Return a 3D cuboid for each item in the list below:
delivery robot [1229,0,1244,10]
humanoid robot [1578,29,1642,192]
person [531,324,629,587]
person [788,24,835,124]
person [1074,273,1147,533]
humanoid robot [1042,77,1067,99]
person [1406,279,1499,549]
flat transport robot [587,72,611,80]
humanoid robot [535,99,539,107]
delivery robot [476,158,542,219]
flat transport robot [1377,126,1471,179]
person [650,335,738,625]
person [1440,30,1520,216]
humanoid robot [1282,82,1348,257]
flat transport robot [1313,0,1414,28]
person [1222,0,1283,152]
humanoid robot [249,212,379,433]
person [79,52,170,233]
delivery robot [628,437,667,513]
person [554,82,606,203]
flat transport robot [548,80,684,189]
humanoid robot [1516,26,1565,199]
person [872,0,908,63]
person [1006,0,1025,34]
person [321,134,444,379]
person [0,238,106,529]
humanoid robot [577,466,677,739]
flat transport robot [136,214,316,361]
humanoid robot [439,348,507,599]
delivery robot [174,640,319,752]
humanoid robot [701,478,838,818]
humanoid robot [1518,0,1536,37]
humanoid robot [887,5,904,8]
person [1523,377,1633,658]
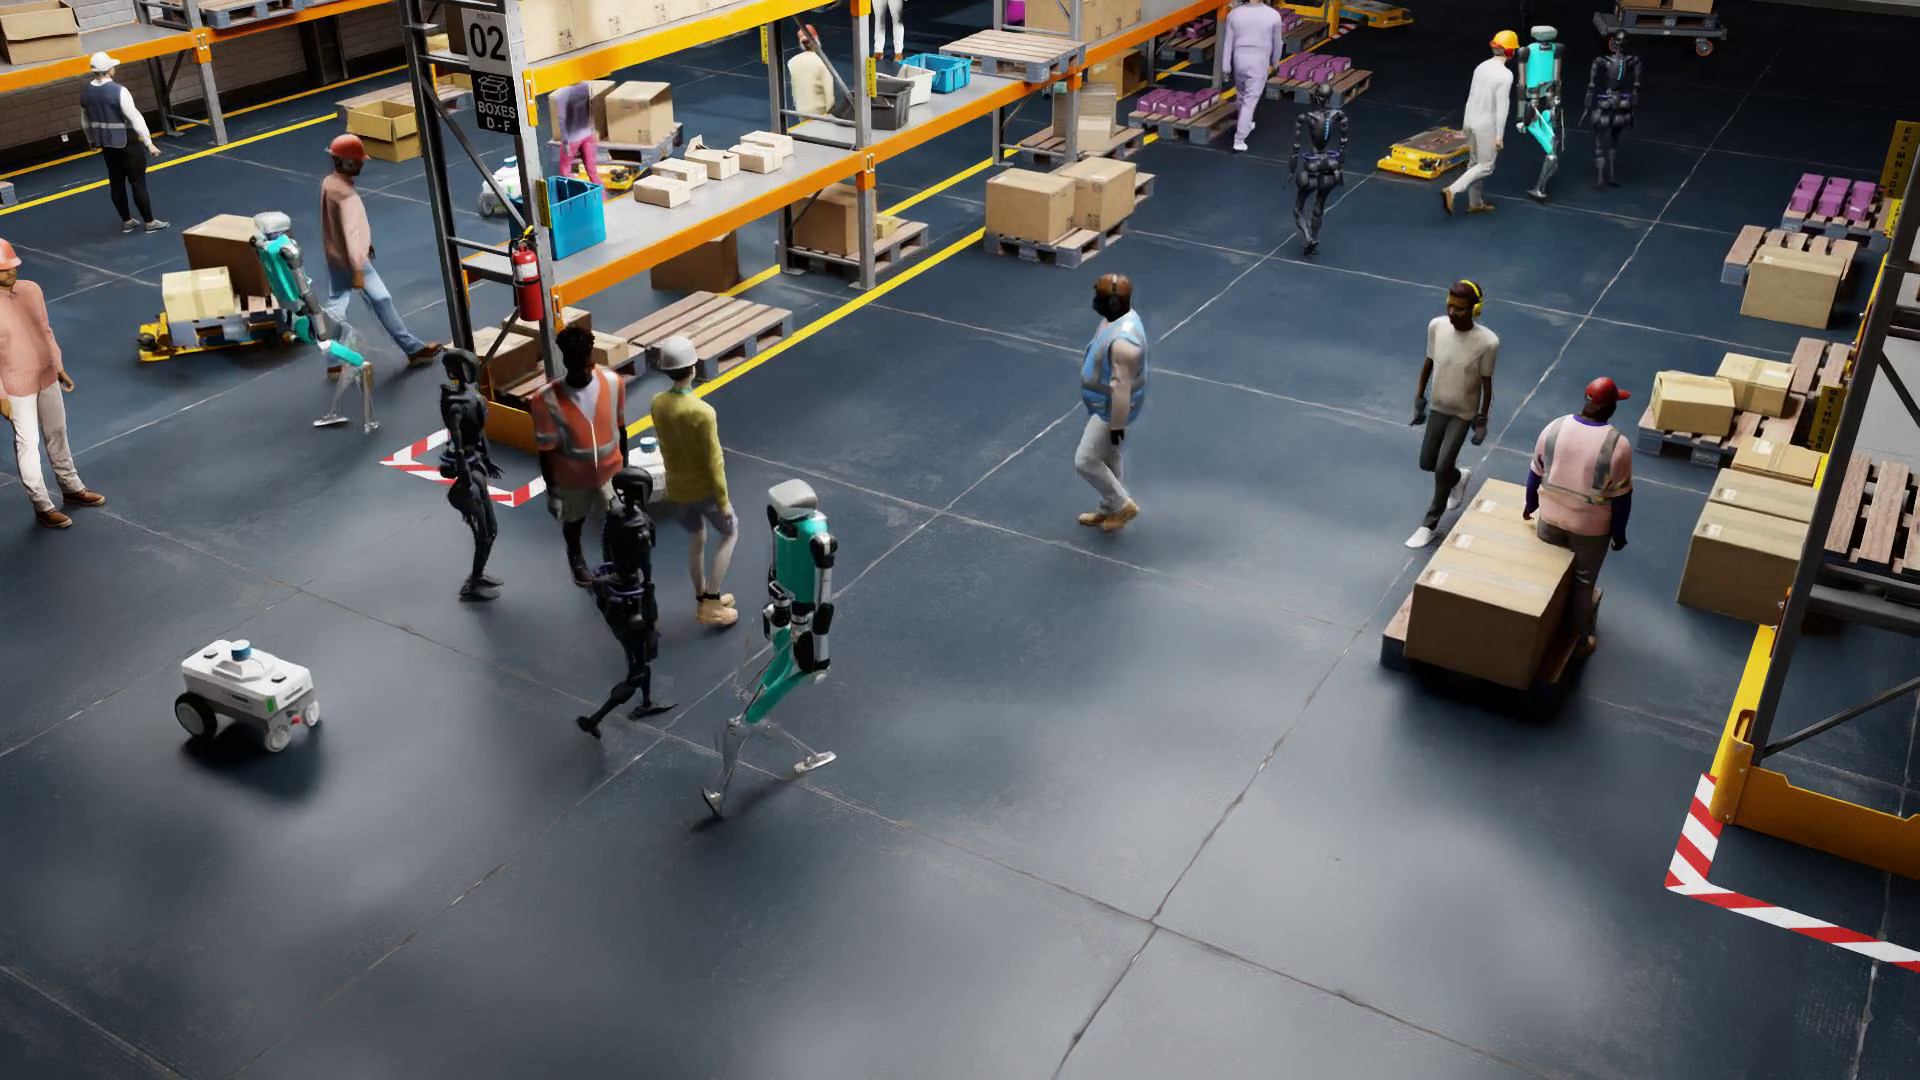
[{"bbox_3d":[4.535,-8.348,25.436,0.810,0.612,0.499,14,32,23],"label":"delivery robot"},{"bbox_3d":[6.870,-4.522,17.526,0.596,1.642,0.413,-1,29,-1],"label":"humanoid robot"},{"bbox_3d":[-2.244,-0.421,10.029,0.598,1.905,1.072,-14,32,-24],"label":"person"},{"bbox_3d":[-1.533,-4.519,17.462,0.594,1.713,0.455,17,33,27],"label":"person"},{"bbox_3d":[0.973,-0.869,10.896,0.466,1.826,0.652,1,29,1],"label":"person"},{"bbox_3d":[1.242,-6.400,20.828,0.530,1.829,0.893,7,30,13],"label":"humanoid robot"},{"bbox_3d":[3.244,-0.861,10.861,0.681,1.848,0.521,-25,38,-37],"label":"person"},{"bbox_3d":[-5.367,-6.265,22.024,1.431,0.231,0.659,20,35,31],"label":"flat transport robot"},{"bbox_3d":[-5.297,-6.048,20.192,0.531,1.793,0.826,26,38,38],"label":"humanoid robot"},{"bbox_3d":[-4.573,-3.598,17.010,0.499,0.589,0.790,8,30,13],"label":"delivery robot"},{"bbox_3d":[5.331,-4.346,18.630,0.659,0.231,1.431,24,37,36],"label":"flat transport robot"},{"bbox_3d":[-1.564,-0.311,9.864,0.501,1.869,0.445,17,34,27],"label":"person"},{"bbox_3d":[5.184,-4.130,16.622,0.699,1.867,0.584,-11,31,-19],"label":"person"},{"bbox_3d":[3.388,-3.469,15.651,0.600,1.639,0.479,-7,30,-12],"label":"humanoid robot"},{"bbox_3d":[6.047,-7.928,24.966,0.659,0.231,1.431,-19,35,-30],"label":"flat transport robot"},{"bbox_3d":[3.313,-5.397,18.887,0.630,1.848,1.045,14,32,23],"label":"person"},{"bbox_3d":[-4.682,-1.618,12.323,0.530,1.790,0.793,22,36,34],"label":"humanoid robot"},{"bbox_3d":[-8.233,-3.878,16.287,0.758,1.758,0.447,6,30,11],"label":"person"},{"bbox_3d":[-2.125,-0.415,11.379,0.782,0.589,0.499,-11,31,-18],"label":"delivery robot"},{"bbox_3d":[-3.892,-4.059,16.766,0.707,1.598,0.511,17,34,28],"label":"person"},{"bbox_3d":[-3.756,-4.170,18.318,0.659,0.231,1.431,5,30,8],"label":"flat transport robot"},{"bbox_3d":[6.042,-4.294,17.105,0.535,1.823,0.813,-10,31,-17],"label":"humanoid robot"},{"bbox_3d":[-0.968,-7.423,22.380,0.631,1.936,0.356,5,30,9],"label":"person"},{"bbox_3d":[0.785,-6.691,21.224,0.542,1.808,0.893,9,31,15],"label":"person"},{"bbox_3d":[-4.753,-2.268,13.251,0.993,1.929,0.640,-22,36,-33],"label":"person"},{"bbox_3d":[-6.189,-1.057,11.061,0.376,1.994,0.607,9,31,15],"label":"person"},{"bbox_3d":[-1.857,0.340,8.931,0.596,1.629,0.627,-19,35,-30],"label":"humanoid robot"},{"bbox_3d":[-6.207,-1.821,14.162,1.431,0.231,0.659,-11,31,-19],"label":"flat transport robot"},{"bbox_3d":[-3.009,-0.415,10.254,0.326,1.654,0.585,-2,30,-3],"label":"humanoid robot"},{"bbox_3d":[-3.927,0.814,9.193,0.745,0.578,0.516,14,32,23],"label":"delivery robot"},{"bbox_3d":[-1.066,0.596,8.420,0.967,1.769,0.535,-20,35,-31],"label":"humanoid robot"},{"bbox_3d":[8.259,-8.100,23.869,0.609,1.636,0.680,1,30,2],"label":"humanoid robot"},{"bbox_3d":[-0.971,-8.996,25.434,0.610,1.643,0.478,-3,30,-5],"label":"humanoid robot"},{"bbox_3d":[3.575,-0.131,9.668,0.613,1.751,0.419,25,38,36],"label":"person"}]
